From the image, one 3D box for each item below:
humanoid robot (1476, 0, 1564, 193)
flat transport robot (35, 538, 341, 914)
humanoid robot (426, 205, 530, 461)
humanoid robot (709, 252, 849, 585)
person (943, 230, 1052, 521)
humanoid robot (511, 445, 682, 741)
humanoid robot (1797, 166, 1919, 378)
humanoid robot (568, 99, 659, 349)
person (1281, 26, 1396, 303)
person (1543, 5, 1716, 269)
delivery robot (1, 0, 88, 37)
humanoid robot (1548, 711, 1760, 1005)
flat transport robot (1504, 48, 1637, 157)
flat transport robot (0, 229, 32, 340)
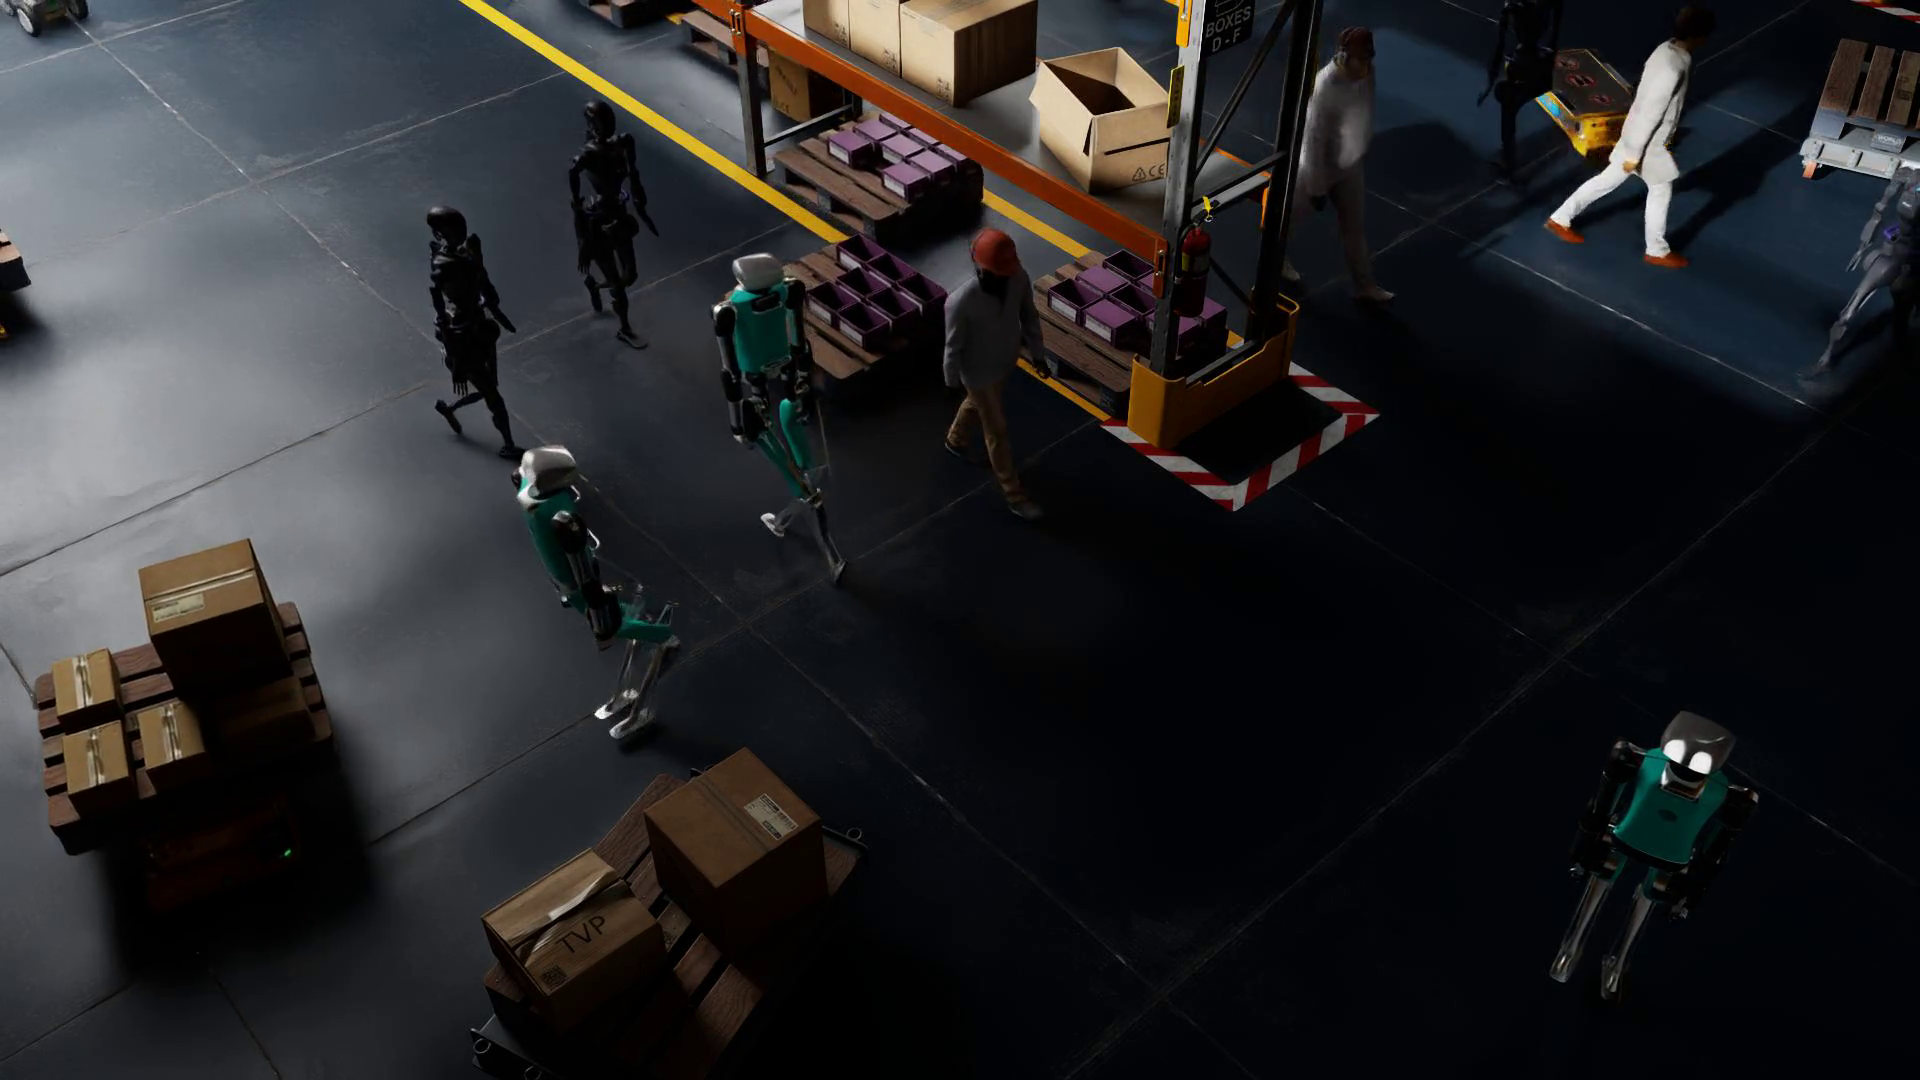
[{"bbox_3d":[3.935,-3.225,11.573,0.589,1.647,0.431,-19,46,-19],"label":"humanoid robot"},{"bbox_3d":[-3.599,1.079,7.922,0.659,0.231,1.431,-18,46,-19],"label":"flat transport robot"},{"bbox_3d":[-2.800,-1.164,9.338,0.664,1.640,0.616,9,43,9],"label":"humanoid robot"},{"bbox_3d":[-0.803,-0.539,8.616,0.543,1.759,0.972,-28,50,-27],"label":"humanoid robot"},{"bbox_3d":[0.194,-0.958,9.070,0.571,1.702,0.892,-34,52,-31],"label":"person"},{"bbox_3d":[-1.604,0.214,7.753,0.691,1.768,0.532,-26,49,-26],"label":"humanoid robot"},{"bbox_3d":[5.622,-1.648,9.894,0.780,1.641,0.609,-16,45,-16],"label":"humanoid robot"},{"bbox_3d":[-2.215,-1.972,10.205,0.575,1.631,0.601,26,49,26],"label":"humanoid robot"},{"bbox_3d":[2.387,-2.335,10.467,0.667,1.850,1.000,-29,50,-28],"label":"person"},{"bbox_3d":[4.467,-2.651,10.868,0.957,1.781,0.515,12,44,12],"label":"person"},{"bbox_3d":[-7.741,-4.598,13.874,0.766,0.580,0.499,29,50,28],"label":"delivery robot"},{"bbox_3d":[2.756,1.190,6.653,0.533,1.710,0.695,21,47,21],"label":"humanoid robot"},{"bbox_3d":[4.803,-3.398,12.791,0.659,0.231,1.431,-7,43,-8],"label":"flat transport robot"},{"bbox_3d":[-6.762,-1.578,10.811,0.659,0.231,1.431,-29,50,-28],"label":"flat transport robot"}]
